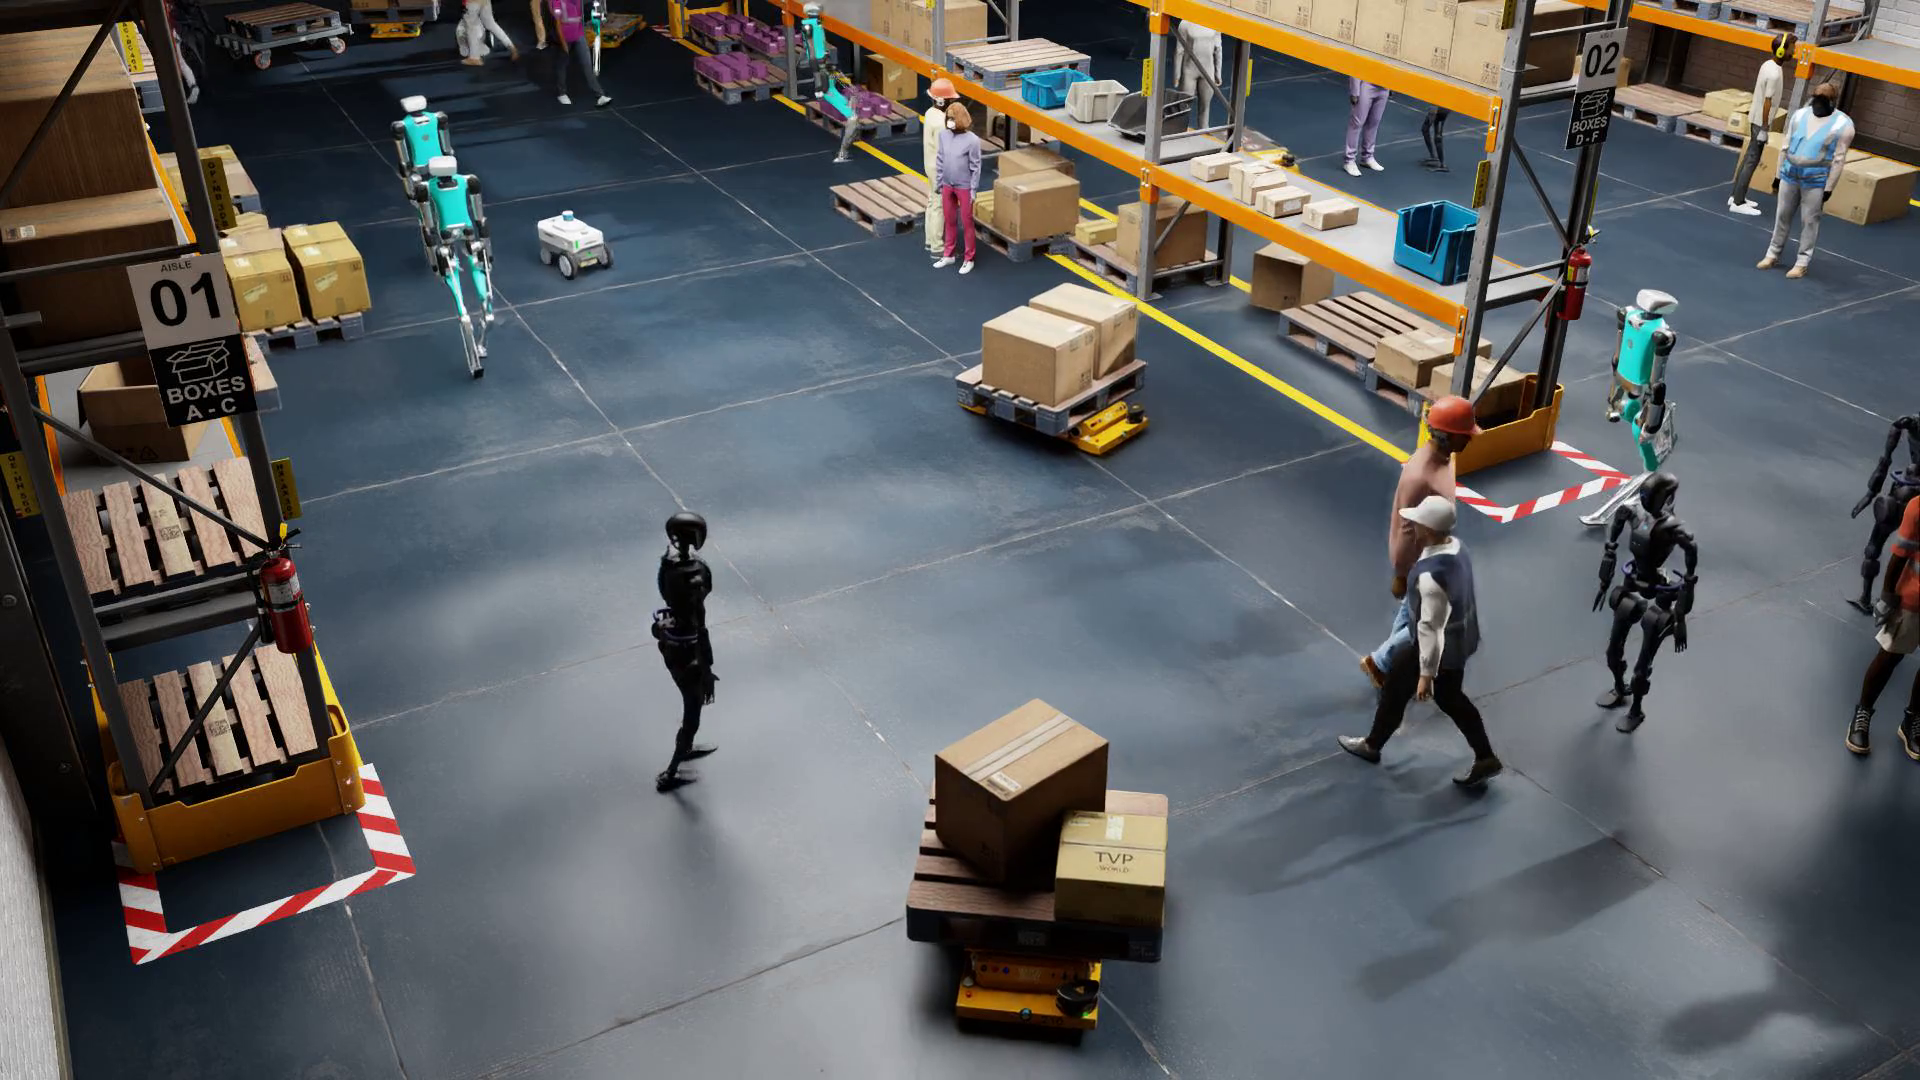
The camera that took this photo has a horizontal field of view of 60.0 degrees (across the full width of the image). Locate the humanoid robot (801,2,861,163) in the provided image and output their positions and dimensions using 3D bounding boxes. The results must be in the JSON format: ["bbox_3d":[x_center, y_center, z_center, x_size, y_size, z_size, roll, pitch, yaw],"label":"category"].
[{"bbox_3d":[-1.387,-5.221,19.039,0.802,1.779,0.531,6,30,11],"label":"humanoid robot"}]

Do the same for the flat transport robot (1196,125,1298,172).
[{"bbox_3d":[3.291,-4.513,19.266,0.659,0.231,1.431,-9,31,-16],"label":"flat transport robot"}]

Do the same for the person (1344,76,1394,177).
[{"bbox_3d":[4.614,-5.036,18.541,0.641,1.902,0.403,-17,34,-27],"label":"person"}]

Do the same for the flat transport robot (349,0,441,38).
[{"bbox_3d":[-8.419,-7.778,24.949,0.659,0.231,1.431,-6,30,-10],"label":"flat transport robot"}]

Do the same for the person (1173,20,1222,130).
[{"bbox_3d":[2.739,-5.409,19.206,0.562,1.891,0.382,-3,30,-5],"label":"person"}]

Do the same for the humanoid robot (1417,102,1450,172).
[{"bbox_3d":[5.389,-4.948,18.624,0.361,1.646,0.602,7,31,12],"label":"humanoid robot"}]

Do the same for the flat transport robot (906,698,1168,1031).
[{"bbox_3d":[0.396,1.816,8.249,0.659,0.231,1.431,4,30,7],"label":"flat transport robot"}]

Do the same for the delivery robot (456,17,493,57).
[{"bbox_3d":[-6.946,-7.223,23.704,0.521,0.603,0.774,-4,30,-7],"label":"delivery robot"}]

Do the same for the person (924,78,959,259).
[{"bbox_3d":[-0.177,-3.633,16.242,0.341,1.748,0.571,-5,30,-9],"label":"person"}]

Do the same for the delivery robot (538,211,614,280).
[{"bbox_3d":[-3.763,-2.879,16.152,0.816,0.613,0.499,26,39,38],"label":"delivery robot"}]

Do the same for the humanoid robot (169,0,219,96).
[{"bbox_3d":[-9.853,-6.565,21.439,0.579,1.636,0.615,10,31,17],"label":"humanoid robot"}]

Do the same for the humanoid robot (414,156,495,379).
[{"bbox_3d":[-4.113,-2.204,13.848,0.551,1.854,0.852,-12,32,-20],"label":"humanoid robot"}]

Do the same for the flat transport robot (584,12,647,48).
[{"bbox_3d":[-5.156,-7.503,24.470,0.659,0.231,1.431,5,30,8],"label":"flat transport robot"}]

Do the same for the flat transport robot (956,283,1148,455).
[{"bbox_3d":[0.727,-1.062,13.259,1.431,0.231,0.659,22,37,34],"label":"flat transport robot"}]

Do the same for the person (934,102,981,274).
[{"bbox_3d":[-0.029,-3.367,15.898,0.499,1.633,0.281,20,35,31],"label":"person"}]

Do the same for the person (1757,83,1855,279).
[{"bbox_3d":[8.020,-3.419,15.795,0.429,1.838,0.627,-19,35,-30],"label":"person"}]

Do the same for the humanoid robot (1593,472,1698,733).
[{"bbox_3d":[3.908,0.333,9.434,0.448,1.637,0.611,-20,35,-30],"label":"humanoid robot"}]

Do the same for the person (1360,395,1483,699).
[{"bbox_3d":[2.680,0.084,9.551,0.459,1.974,0.642,16,34,26],"label":"person"}]

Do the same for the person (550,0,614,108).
[{"bbox_3d":[-4.841,-6.322,20.881,1.002,1.786,0.518,25,38,36],"label":"person"}]

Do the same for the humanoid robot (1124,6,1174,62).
[{"bbox_3d":[2.657,-7.393,22.901,0.745,1.628,0.613,7,31,11],"label":"humanoid robot"}]

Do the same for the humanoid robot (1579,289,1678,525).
[{"bbox_3d":[4.790,-0.903,11.516,0.922,1.765,0.540,-7,31,-13],"label":"humanoid robot"}]

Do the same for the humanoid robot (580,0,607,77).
[{"bbox_3d":[-4.987,-6.983,22.207,0.545,1.883,0.754,-8,31,-13],"label":"humanoid robot"}]

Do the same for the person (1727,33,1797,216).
[{"bbox_3d":[8.393,-4.347,17.372,0.312,1.868,0.527,9,31,15],"label":"person"}]

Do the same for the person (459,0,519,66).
[{"bbox_3d":[-6.547,-7.415,22.774,0.713,1.815,0.654,13,32,21],"label":"person"}]

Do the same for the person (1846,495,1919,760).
[{"bbox_3d":[5.365,0.335,9.124,0.609,1.964,0.364,6,30,11],"label":"person"}]

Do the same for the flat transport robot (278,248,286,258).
[{"bbox_3d":[-6.538,-2.568,15.880,1.431,0.231,0.659,-12,32,-21],"label":"flat transport robot"}]

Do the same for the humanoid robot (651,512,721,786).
[{"bbox_3d":[-1.533,0.584,8.999,0.432,1.642,0.612,-15,33,-24],"label":"humanoid robot"}]

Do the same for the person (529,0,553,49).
[{"bbox_3d":[-5.997,-7.971,23.840,0.587,1.718,0.736,3,30,6],"label":"person"}]

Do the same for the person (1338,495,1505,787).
[{"bbox_3d":[2.596,0.567,8.985,0.886,1.701,0.816,18,34,28],"label":"person"}]

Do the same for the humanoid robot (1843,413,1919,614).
[{"bbox_3d":[5.978,-0.268,10.464,0.615,1.651,0.305,0,30,0],"label":"humanoid robot"}]

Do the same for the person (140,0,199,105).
[{"bbox_3d":[-10.064,-6.459,21.012,0.883,1.910,0.510,22,36,33],"label":"person"}]

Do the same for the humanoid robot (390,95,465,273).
[{"bbox_3d":[-5.128,-3.378,15.905,0.560,1.862,0.776,-19,35,-29],"label":"humanoid robot"}]
